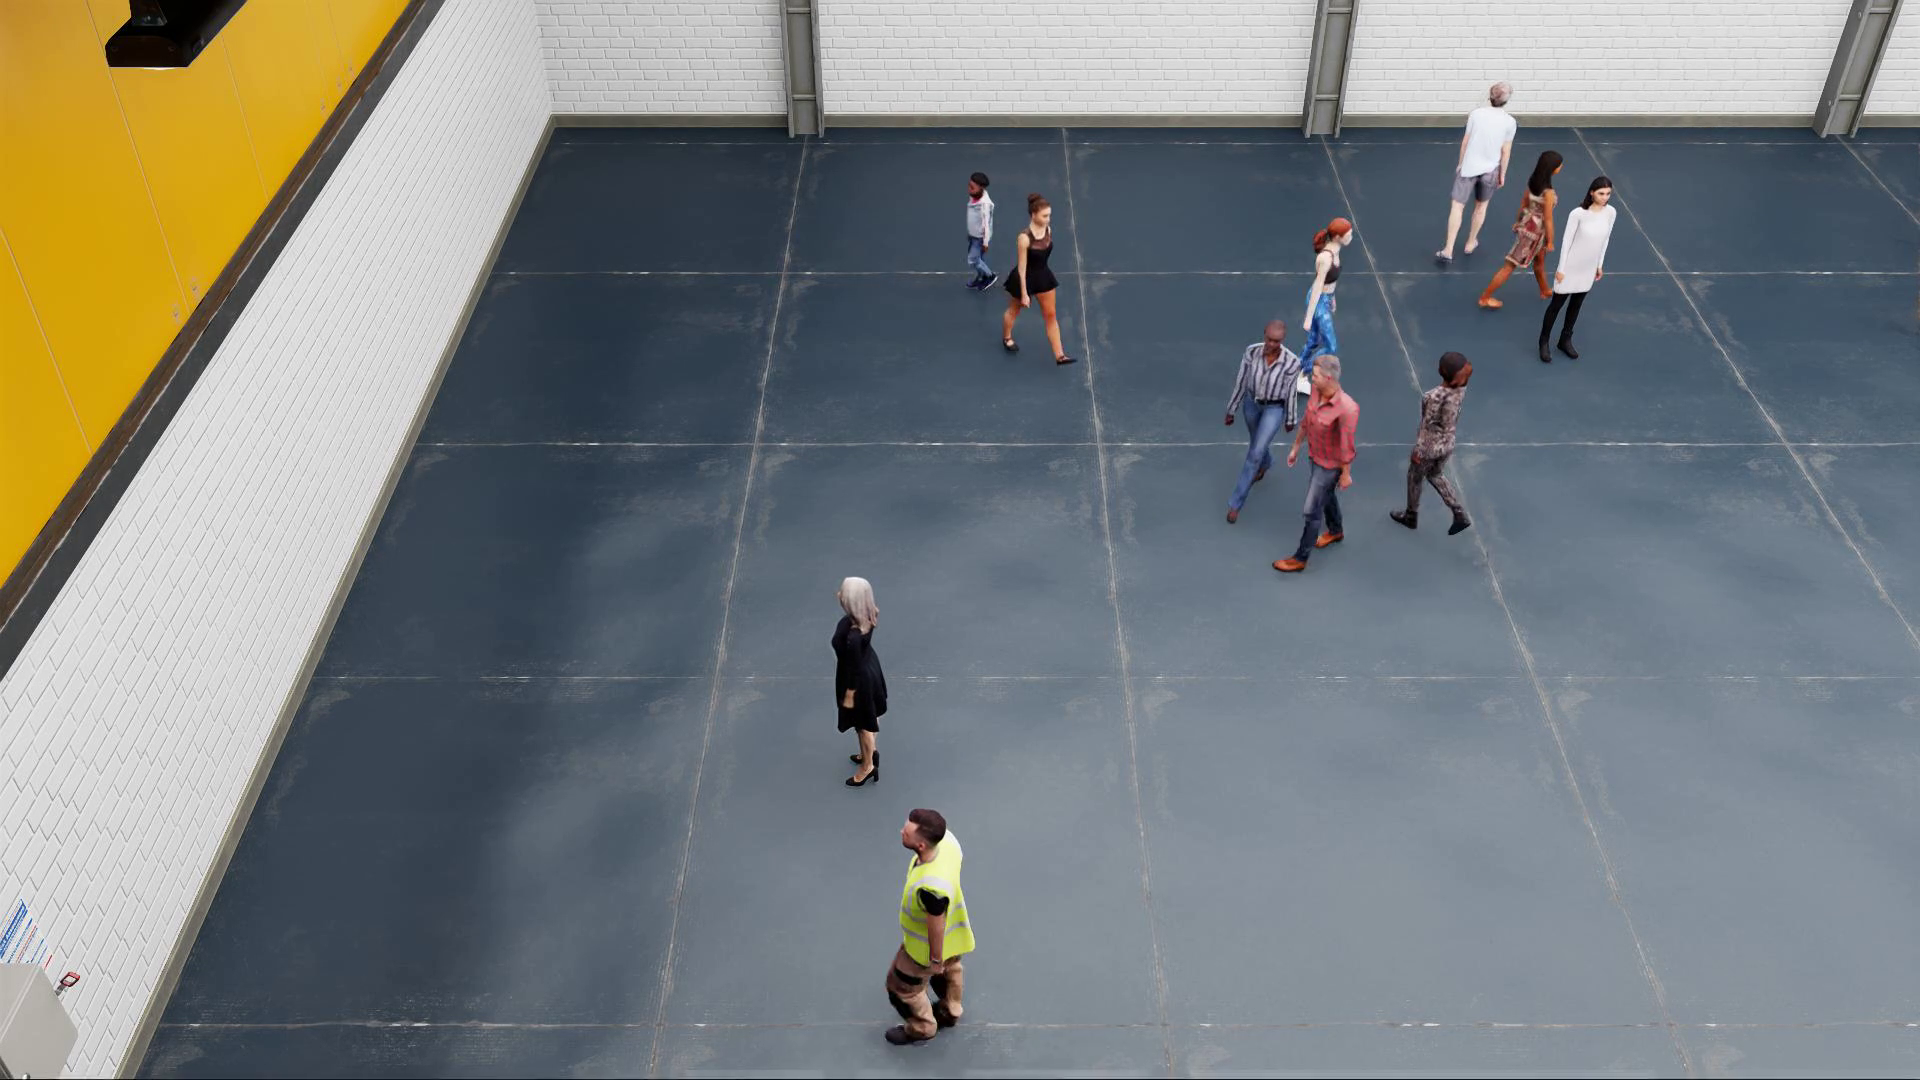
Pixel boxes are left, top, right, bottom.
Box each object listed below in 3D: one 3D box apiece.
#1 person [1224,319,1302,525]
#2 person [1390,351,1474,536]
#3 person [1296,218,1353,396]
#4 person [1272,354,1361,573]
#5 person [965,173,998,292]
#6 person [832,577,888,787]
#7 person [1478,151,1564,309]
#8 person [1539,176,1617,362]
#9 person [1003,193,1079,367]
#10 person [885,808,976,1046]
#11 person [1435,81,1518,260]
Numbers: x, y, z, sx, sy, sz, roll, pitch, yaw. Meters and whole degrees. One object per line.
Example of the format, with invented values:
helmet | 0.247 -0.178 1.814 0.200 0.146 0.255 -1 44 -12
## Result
person | 2.463 -1.056 13.400 1.199 1.732 1.133 21 43 24
person | 3.767 -0.696 12.977 0.942 1.698 0.961 -27 46 -30
person | 3.066 -2.021 14.582 0.752 1.766 0.727 13 40 15
person | 2.902 -0.647 12.842 1.114 1.790 0.917 -14 41 -17
person | 0.253 -3.006 16.228 0.593 1.250 0.548 -9 39 -11
person | -0.663 0.922 10.912 0.595 1.747 0.621 5 39 6
person | 5.351 -2.908 15.829 1.137 1.595 0.718 -3 39 -4
person | 5.627 -2.479 15.123 0.515 1.807 0.697 -6 39 -7
person | 0.587 -2.382 15.142 1.089 1.631 1.122 -29 47 -31
person | -0.087 2.182 9.267 0.789 1.831 0.772 6 39 7
person | 5.143 -3.612 16.559 0.961 1.784 0.927 13 41 16
